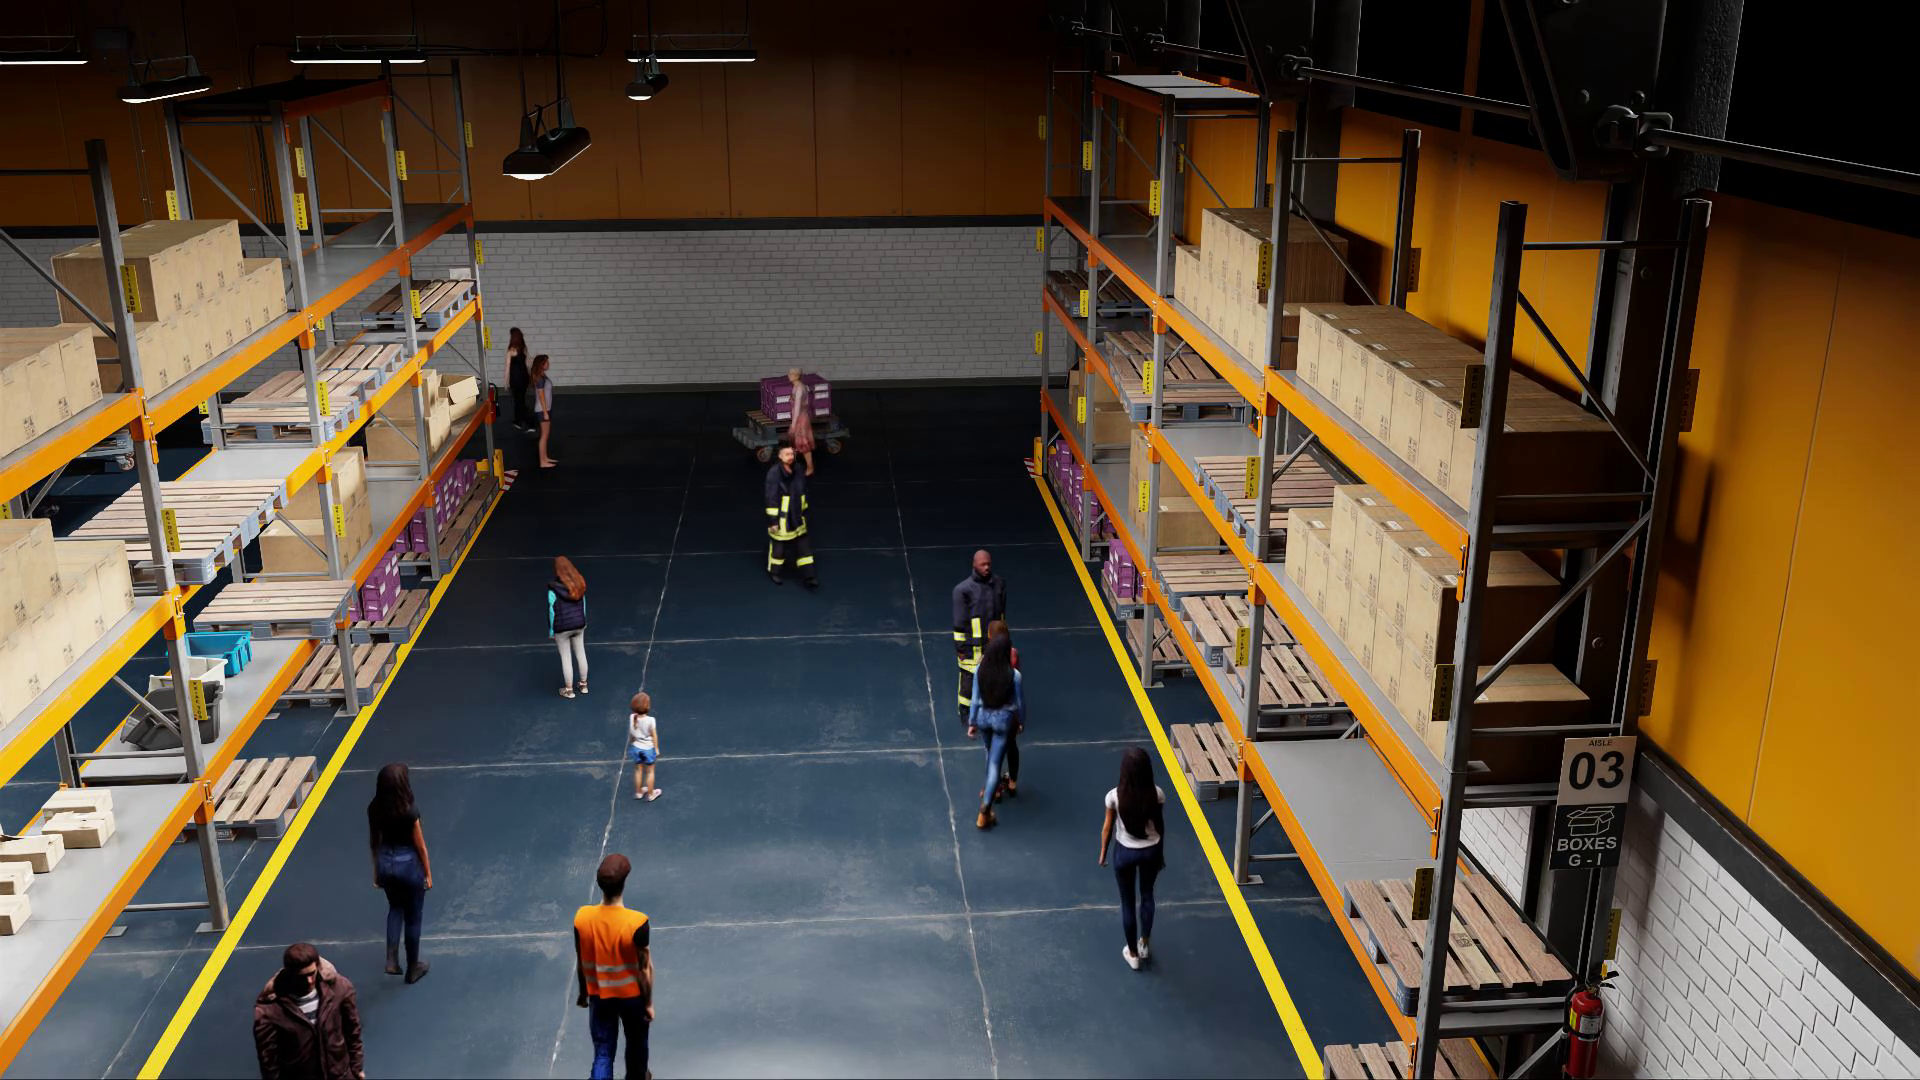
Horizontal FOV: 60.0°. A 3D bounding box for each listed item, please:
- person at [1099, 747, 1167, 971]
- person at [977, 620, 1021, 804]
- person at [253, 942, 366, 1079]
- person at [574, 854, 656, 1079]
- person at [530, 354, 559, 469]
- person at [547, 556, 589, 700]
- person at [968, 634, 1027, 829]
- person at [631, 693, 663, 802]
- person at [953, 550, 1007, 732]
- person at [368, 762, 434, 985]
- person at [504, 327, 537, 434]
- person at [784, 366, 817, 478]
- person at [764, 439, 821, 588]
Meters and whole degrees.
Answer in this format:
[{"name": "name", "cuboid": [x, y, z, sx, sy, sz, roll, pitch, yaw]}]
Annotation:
[{"name": "person", "cuboid": [1.307, 2.362, 12.151, 0.621, 1.768, 0.541, -2, 19, -6]}, {"name": "person", "cuboid": [0.346, 1.511, 14.785, 0.706, 1.701, 0.726, -14, 23, -35]}, {"name": "person", "cuboid": [-3.761, 3.151, 9.689, 0.879, 1.846, 0.904, -15, 24, -38]}, {"name": "person", "cuboid": [-2.184, 2.898, 10.424, 0.806, 1.856, 1.188, 1, 19, 4]}, {"name": "person", "cuboid": [-6.286, -1.951, 25.024, 0.676, 1.727, 0.510, -4, 19, -11]}, {"name": "person", "cuboid": [-3.993, 0.876, 16.984, 0.687, 1.501, 0.734, -15, 24, -38]}, {"name": "person", "cuboid": [0.274, 1.672, 14.341, 0.981, 1.680, 1.181, 8, 20, 22]}, {"name": "person", "cuboid": [-2.824, 1.843, 14.868, 0.478, 1.020, 0.518, 9, 20, 24]}, {"name": "person", "cuboid": [0.198, 0.947, 16.270, 0.848, 1.821, 0.828, -10, 21, -27]}, {"name": "person", "cuboid": [-4.065, 2.449, 11.959, 0.671, 1.727, 0.749, 3, 19, 9]}, {"name": "person", "cuboid": [-7.067, -2.540, 26.799, 1.111, 1.711, 1.045, 15, 24, 38]}, {"name": "person", "cuboid": [-2.262, -1.735, 24.462, 0.705, 1.676, 0.658, -4, 19, -12]}, {"name": "person", "cuboid": [-2.123, -0.321, 20.031, 1.098, 1.825, 1.269, -12, 22, -31]}]
